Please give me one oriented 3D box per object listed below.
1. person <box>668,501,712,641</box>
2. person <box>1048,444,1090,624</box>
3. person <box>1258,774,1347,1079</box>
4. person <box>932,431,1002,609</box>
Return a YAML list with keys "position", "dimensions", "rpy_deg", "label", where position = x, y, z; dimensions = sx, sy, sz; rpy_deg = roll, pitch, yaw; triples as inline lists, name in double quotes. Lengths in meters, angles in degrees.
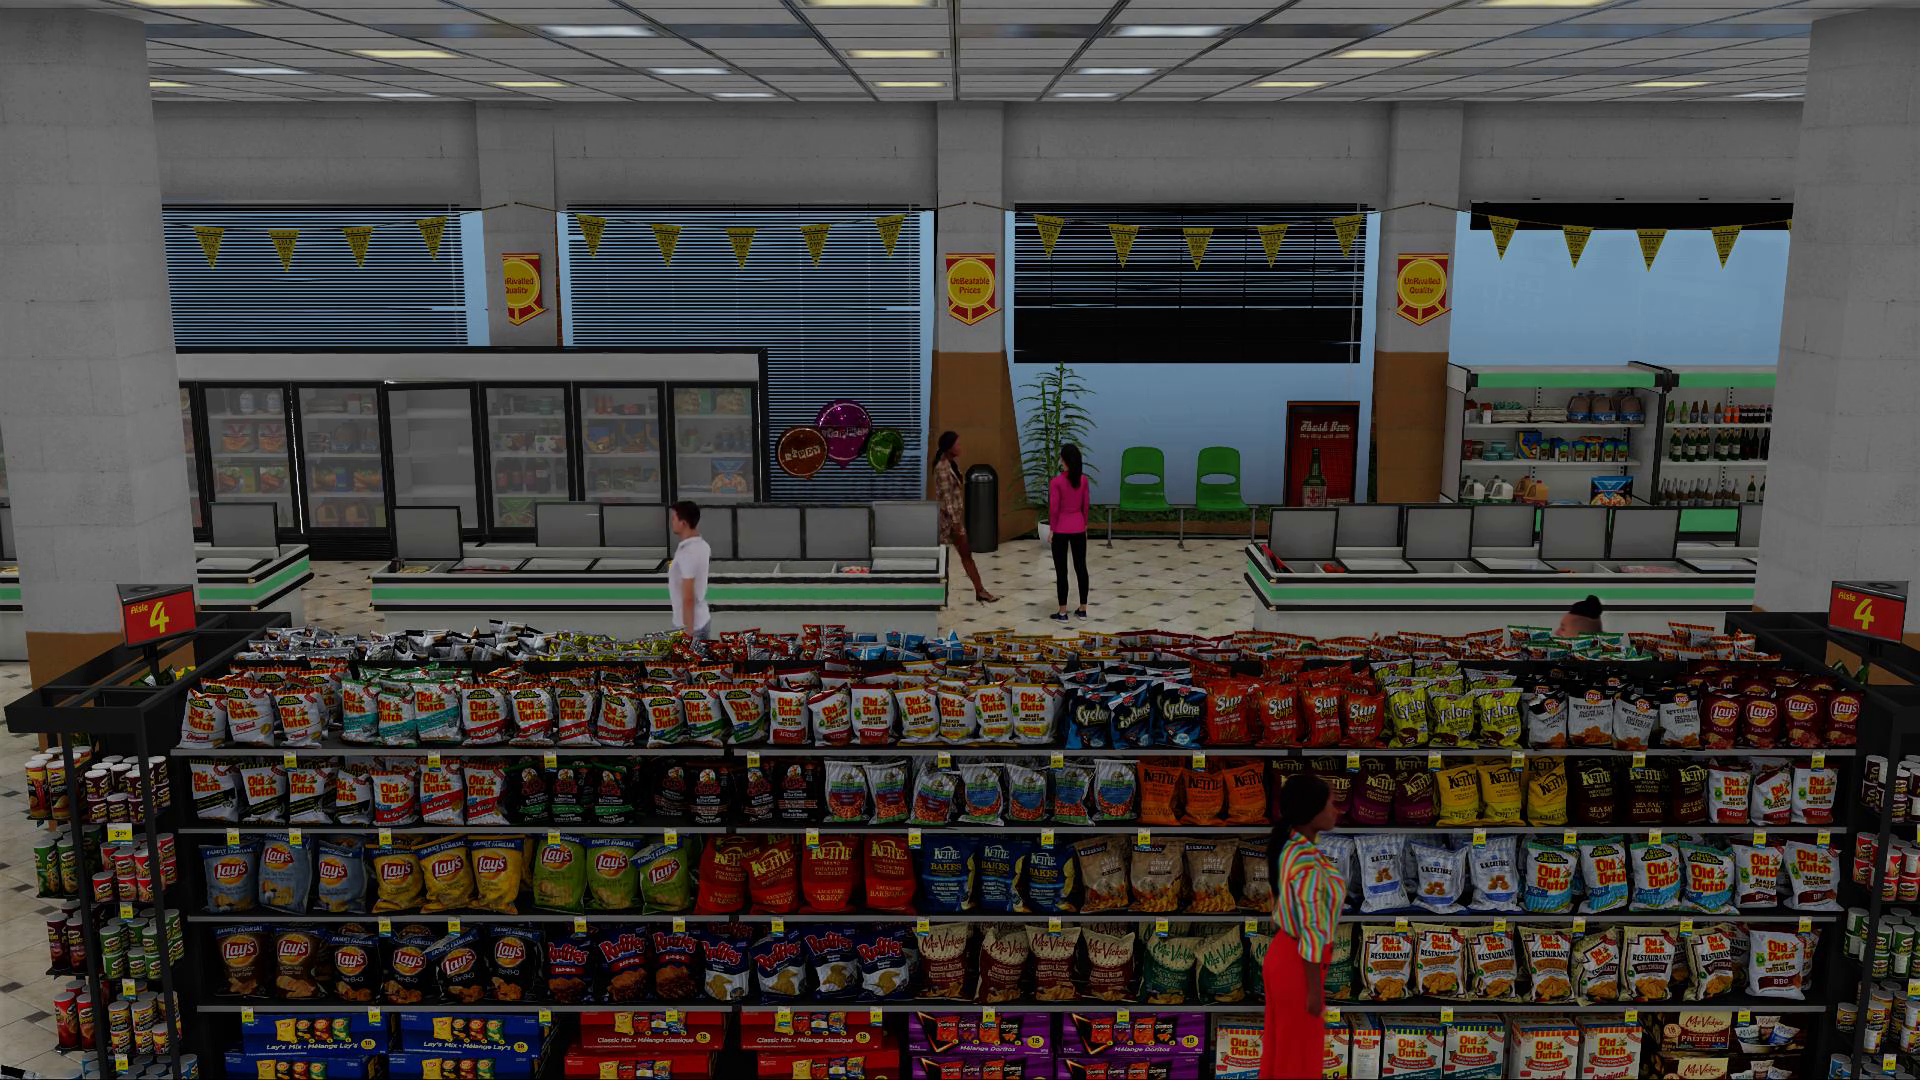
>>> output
- position: [-1.873, 0.633, 12.156]
  dimensions: [1.162, 1.822, 0.755]
  rpy_deg: [2, 12, 7]
  label: "person"
- position: [1.040, -0.069, 15.790]
  dimensions: [0.626, 1.698, 0.728]
  rpy_deg: [-6, 13, -25]
  label: "person"
- position: [1.351, 1.797, 6.699]
  dimensions: [0.554, 1.792, 0.626]
  rpy_deg: [-1, 12, -6]
  label: "person"
- position: [-0.221, -0.141, 16.023]
  dimensions: [1.161, 1.743, 0.838]
  rpy_deg: [4, 13, 18]
  label: "person"
